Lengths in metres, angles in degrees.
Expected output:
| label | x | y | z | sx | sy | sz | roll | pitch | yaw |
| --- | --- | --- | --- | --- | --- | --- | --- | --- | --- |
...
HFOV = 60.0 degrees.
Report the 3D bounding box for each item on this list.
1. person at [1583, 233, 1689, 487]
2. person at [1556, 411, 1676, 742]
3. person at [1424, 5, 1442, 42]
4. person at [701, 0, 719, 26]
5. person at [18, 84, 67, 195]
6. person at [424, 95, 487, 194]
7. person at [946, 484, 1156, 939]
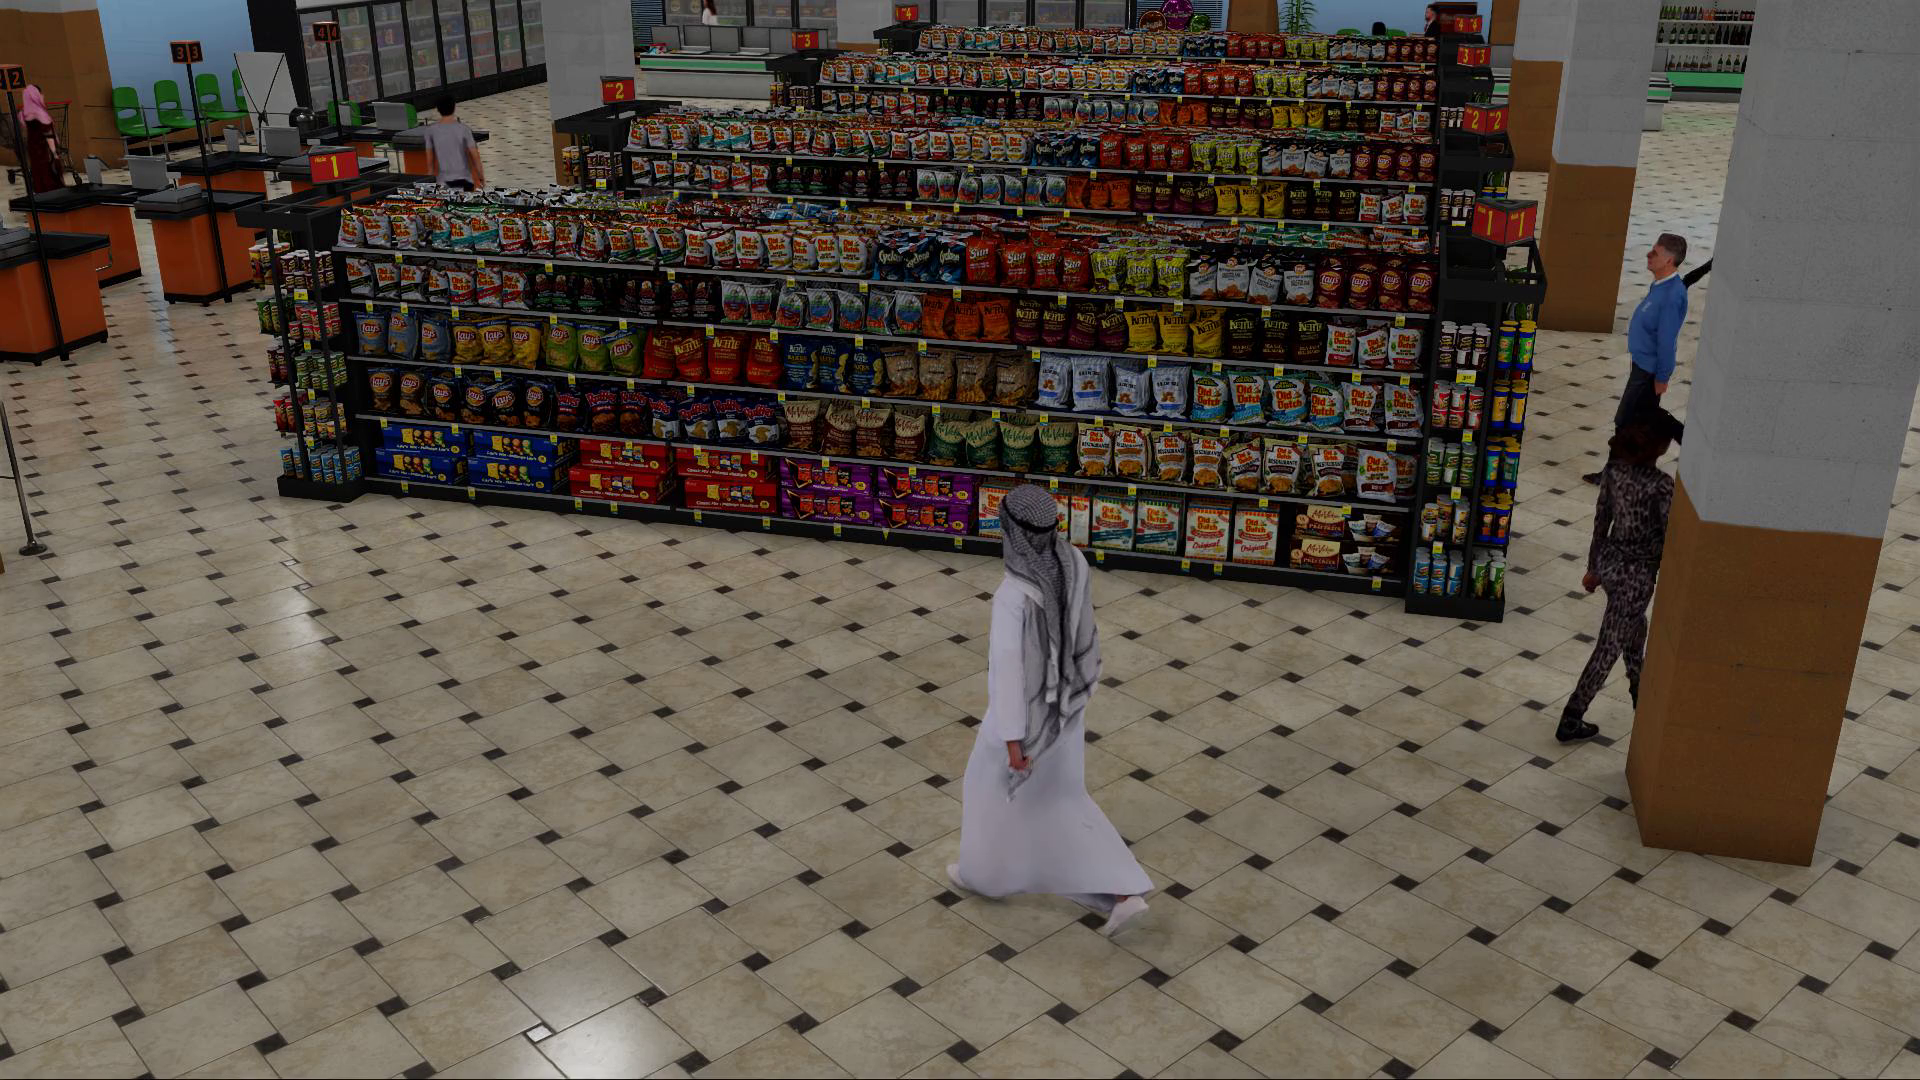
| label | x | y | z | sx | sy | sz | roll | pitch | yaw |
| --- | --- | --- | --- | --- | --- | --- | --- | --- | --- |
| person | 4.855 | -1.212 | 11.471 | 1.034 | 1.798 | 0.640 | 5 | 22 | 12 |
| person | 3.165 | 0.222 | 8.061 | 1.090 | 1.681 | 0.940 | -7 | 23 | -18 |
| person | 8.614 | -8.731 | 30.179 | 1.231 | 1.803 | 0.802 | 3 | 22 | 8 |
| person | -5.235 | -10.640 | 35.082 | 0.626 | 1.690 | 0.666 | 11 | 25 | 26 |
| person | -11.418 | -4.839 | 20.713 | 0.663 | 1.639 | 0.799 | 15 | 26 | 33 |
| person | -5.418 | -3.774 | 17.799 | 1.061 | 1.836 | 0.933 | 0 | 22 | 1 |
| person | 0.375 | 0.713 | 6.556 | 1.310 | 1.892 | 1.056 | 19 | 29 | 40 |
